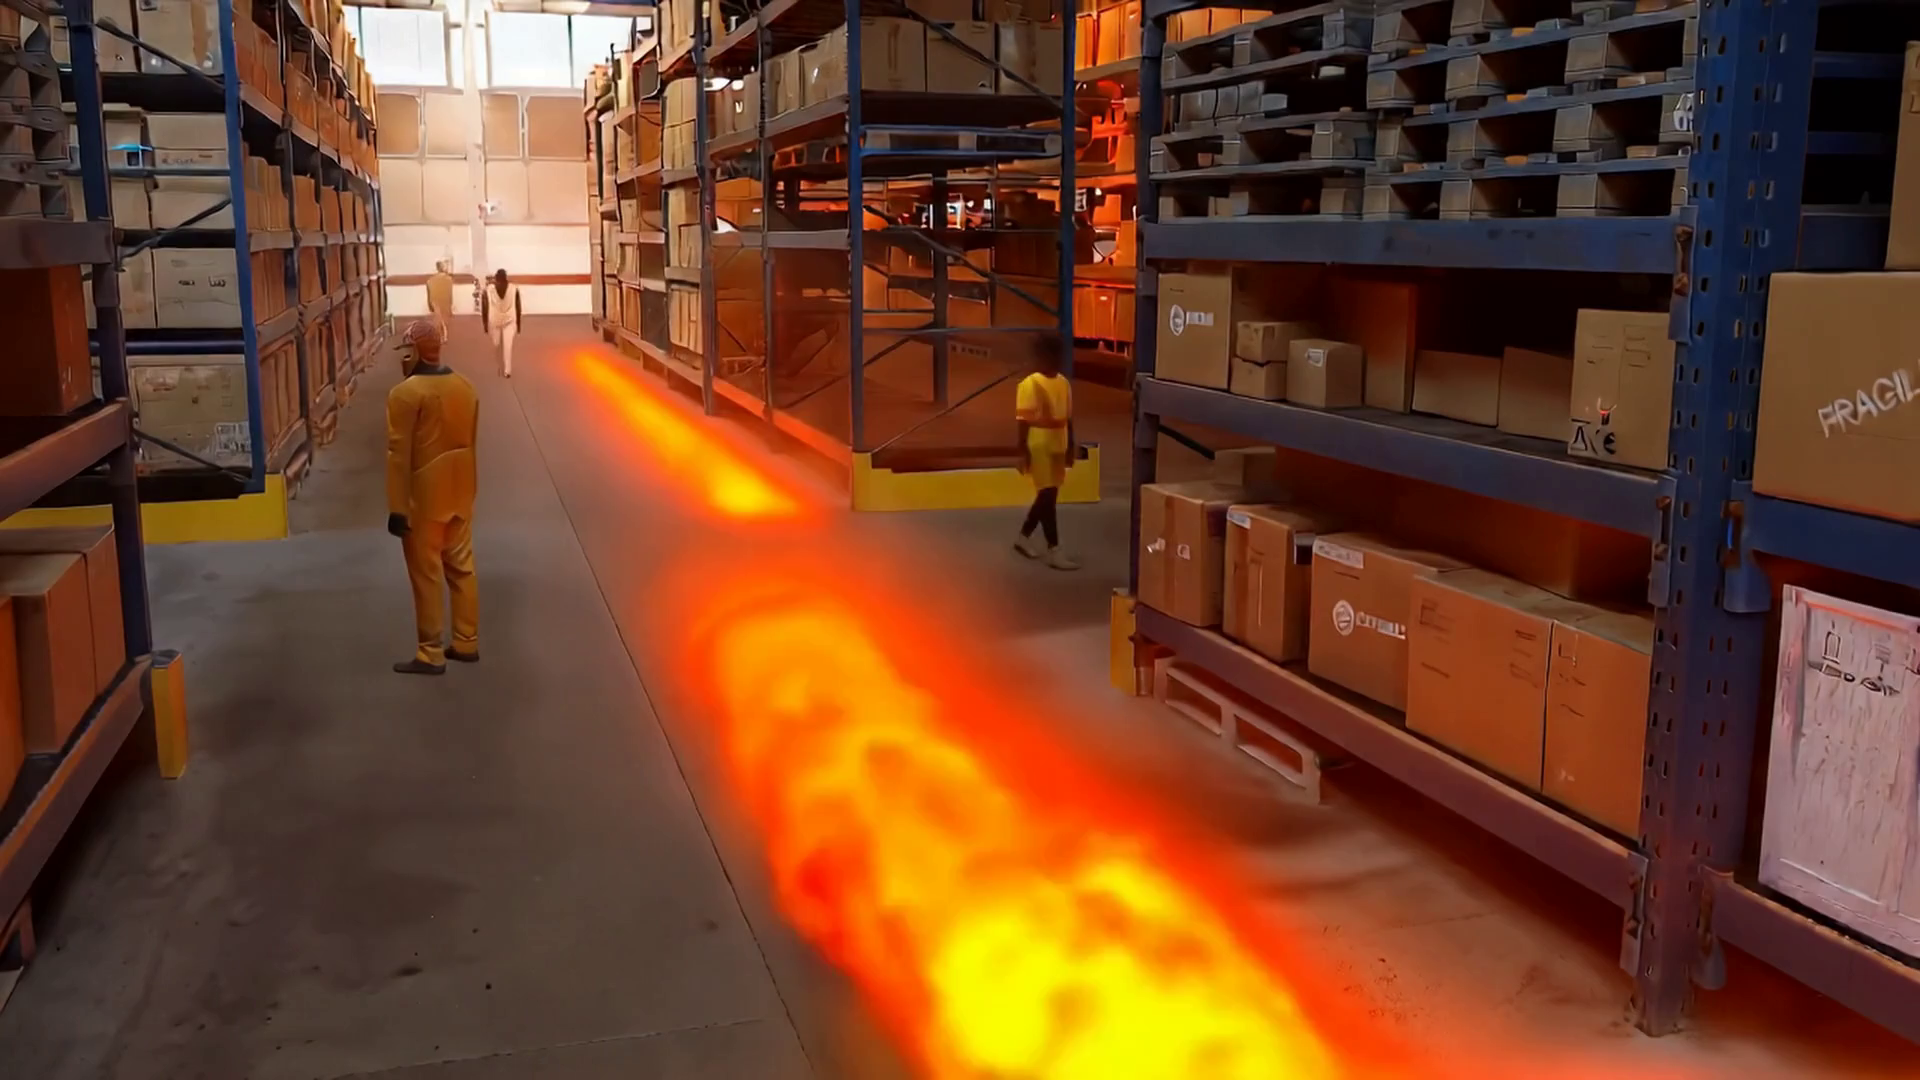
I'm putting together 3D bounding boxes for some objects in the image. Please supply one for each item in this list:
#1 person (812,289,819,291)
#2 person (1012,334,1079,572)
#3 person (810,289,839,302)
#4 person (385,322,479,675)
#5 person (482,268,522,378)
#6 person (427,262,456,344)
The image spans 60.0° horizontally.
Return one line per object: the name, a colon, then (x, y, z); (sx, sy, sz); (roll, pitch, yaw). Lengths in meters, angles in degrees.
person: (-3.758, -6.445, 43.531); (0.593, 1.734, 0.575); (-5, 11, -26)
person: (0.600, -0.642, 11.892); (0.698, 1.678, 0.541); (9, 14, 41)
person: (-2.307, -3.695, 28.373); (0.532, 1.772, 0.300); (-4, 11, -19)
person: (-2.875, -0.227, 9.017); (0.399, 1.900, 0.643); (4, 11, 19)
person: (-7.683, -3.647, 27.942); (0.643, 1.829, 0.598); (-2, 11, -12)
person: (-11.460, -5.233, 36.753); (0.603, 1.792, 0.911); (-5, 11, -24)
